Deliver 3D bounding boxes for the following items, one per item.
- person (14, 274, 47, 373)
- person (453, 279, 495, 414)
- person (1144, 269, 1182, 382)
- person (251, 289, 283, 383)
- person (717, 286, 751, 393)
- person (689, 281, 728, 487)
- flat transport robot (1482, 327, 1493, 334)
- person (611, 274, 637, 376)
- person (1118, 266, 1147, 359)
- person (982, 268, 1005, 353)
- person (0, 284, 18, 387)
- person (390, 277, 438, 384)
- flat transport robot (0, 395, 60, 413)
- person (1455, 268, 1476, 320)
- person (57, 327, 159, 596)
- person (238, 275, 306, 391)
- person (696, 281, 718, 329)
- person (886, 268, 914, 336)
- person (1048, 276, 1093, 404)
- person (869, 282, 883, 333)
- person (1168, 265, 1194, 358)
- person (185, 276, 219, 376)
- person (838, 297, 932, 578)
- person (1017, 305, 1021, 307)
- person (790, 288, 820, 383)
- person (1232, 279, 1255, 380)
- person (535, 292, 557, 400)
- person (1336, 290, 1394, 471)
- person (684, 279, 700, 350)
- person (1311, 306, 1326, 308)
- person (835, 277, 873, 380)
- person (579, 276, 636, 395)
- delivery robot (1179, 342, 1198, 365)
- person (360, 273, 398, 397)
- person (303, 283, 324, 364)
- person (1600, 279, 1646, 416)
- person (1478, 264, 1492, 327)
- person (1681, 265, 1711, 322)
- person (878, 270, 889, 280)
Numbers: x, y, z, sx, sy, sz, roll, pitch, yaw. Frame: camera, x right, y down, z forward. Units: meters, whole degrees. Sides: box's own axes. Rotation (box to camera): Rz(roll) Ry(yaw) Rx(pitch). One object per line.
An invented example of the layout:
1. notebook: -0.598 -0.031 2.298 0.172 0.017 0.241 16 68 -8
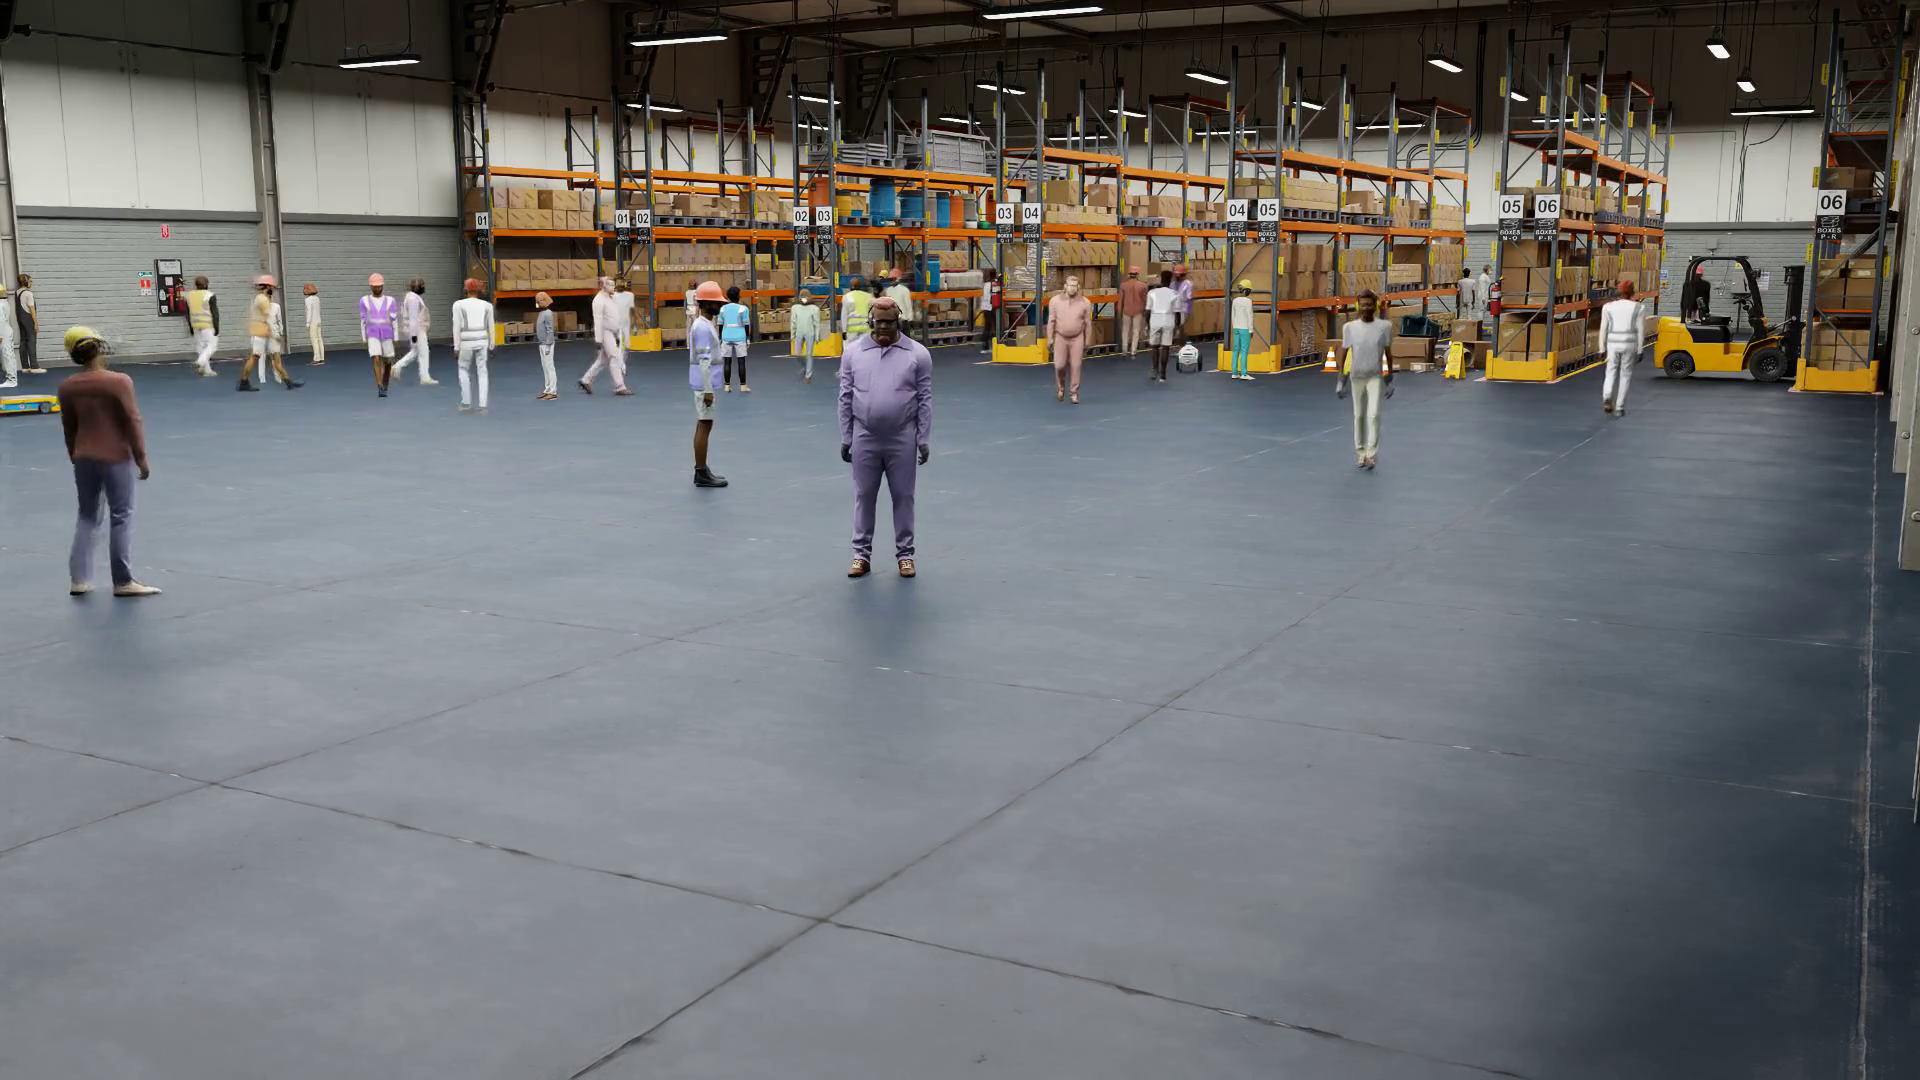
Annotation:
1. person: -17.338 -4.019 30.940 0.506 1.846 0.345 5 11 26
2. person: -6.796 -2.697 23.150 0.621 1.857 0.765 -7 12 -34
3. person: 3.546 -3.741 29.017 0.645 1.938 0.714 2 10 14
4. person: -11.890 -3.504 28.547 0.510 1.635 0.311 -9 13 -42
5. person: -3.600 -3.191 26.519 0.537 1.699 0.321 2 10 11
6. person: -2.374 -1.471 15.752 0.379 1.937 0.548 -2 10 -9
7. flat transport robot: 14.273 -5.754 45.703 1.431 0.197 0.652 2 10 13
8. person: -6.208 -3.950 30.537 0.530 1.849 0.716 -3 10 -20
9. person: 3.690 -4.844 35.423 0.634 1.958 0.807 2 10 9
10. person: 0.839 -5.161 37.476 0.818 1.888 0.629 -5 11 -29
11. person: -15.963 -3.412 27.713 0.308 1.736 0.485 -3 10 -19
12. person: -9.273 -3.527 28.140 0.684 1.820 0.629 -4 11 -25
13. flat transport robot: -13.079 -1.857 22.883 0.652 0.197 1.431 7 12 35
14. person: 13.580 -6.371 44.680 0.509 1.860 0.333 2 10 14
15. person: -5.480 -0.478 10.573 0.608 1.729 0.355 2 10 14
16. person: -11.173 -3.323 26.783 1.036 1.869 0.542 -4 10 -22
17. person: -5.528 -4.849 36.421 0.526 1.634 0.324 0 10 2
18. person: -1.169 -4.358 32.649 1.031 1.945 0.618 -9 13 -42
19. person: 1.625 -2.943 24.510 0.667 1.887 0.434 0 10 3
20. person: -1.614 -4.249 32.772 0.544 1.682 0.607 7 12 37
21. person: 4.641 -4.864 35.484 0.674 1.979 1.027 9 13 43
22. person: -13.645 -3.837 29.932 0.632 1.830 0.608 2 10 13
23. person: -0.511 -0.689 11.284 0.639 1.904 0.409 0 10 2
24. person: 1.822 -7.159 49.086 0.656 1.925 0.437 8 13 40
25. person: -2.659 -3.489 28.470 0.530 1.617 0.352 1 10 8
26. person: 4.995 -3.701 29.313 0.313 1.768 0.522 -5 11 -29
27. person: -6.304 -2.946 25.284 0.289 1.632 0.497 -5 11 -28
28. person: 4.102 -1.607 16.868 0.563 1.819 0.955 3 10 17
29. person: -6.187 -5.225 38.601 0.515 1.640 0.315 7 12 34
30. person: 10.734 -7.373 50.007 0.828 2.000 0.533 8 13 40
31. person: -1.845 -3.642 28.851 0.671 1.800 0.909 -6 12 -33
32. person: -5.579 -3.200 26.084 0.910 1.875 0.653 1 10 6
33. delivery robot: 4.316 -3.497 31.382 0.477 0.478 0.707 2 10 10
34. person: -9.051 -3.197 25.928 0.549 1.919 0.717 -4 11 -24
35. person: -13.019 -4.345 33.467 0.285 1.633 0.501 1 10 6
36. person: 8.972 -2.594 22.555 0.575 1.870 0.488 6 11 29
37. person: 15.133 -6.974 47.972 0.373 1.940 0.629 4 10 22
38. person: 17.092 -5.402 38.664 0.619 1.976 0.604 3 10 19
39. person: -1.887 -5.768 41.243 0.586 1.825 0.404 6 11 29
